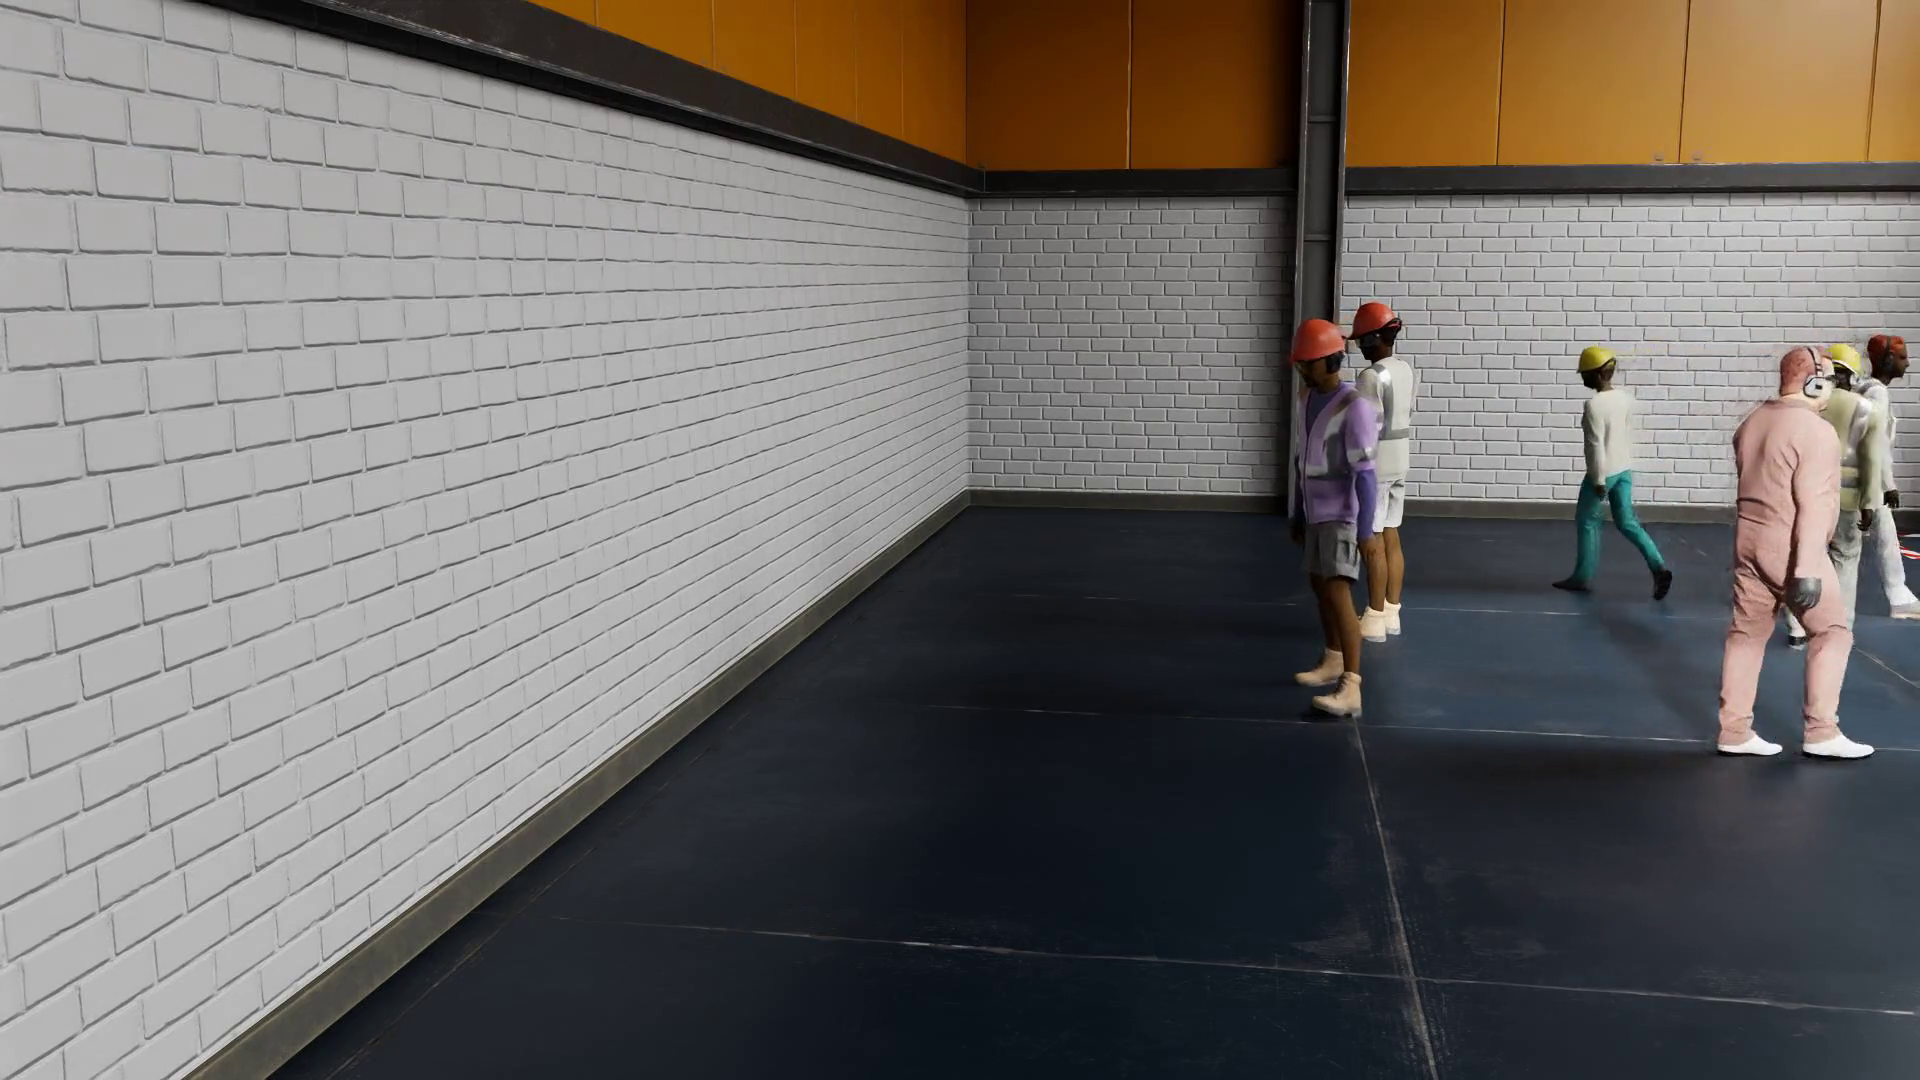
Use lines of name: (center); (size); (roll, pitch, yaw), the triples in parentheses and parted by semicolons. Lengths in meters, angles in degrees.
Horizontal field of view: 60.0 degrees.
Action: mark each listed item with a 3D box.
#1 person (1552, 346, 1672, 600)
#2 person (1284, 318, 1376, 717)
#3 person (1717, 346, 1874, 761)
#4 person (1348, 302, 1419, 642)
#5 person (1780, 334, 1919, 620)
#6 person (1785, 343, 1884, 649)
person: (4.469, -0.452, 11.288); (0.539, 1.723, 0.816); (-7, 12, -39)
person: (1.916, -0.129, 8.485); (0.575, 1.997, 0.788); (-3, 10, -17)
person: (3.827, 0.074, 7.494); (0.766, 1.880, 0.682); (-1, 9, -7)
person: (2.492, -0.404, 10.015); (0.390, 2.034, 0.605); (7, 12, 38)
person: (5.744, -0.398, 10.642); (1.010, 1.834, 0.558); (5, 10, 27)
person: (5.103, -0.250, 9.807); (0.598, 1.805, 0.490); (7, 11, 36)
